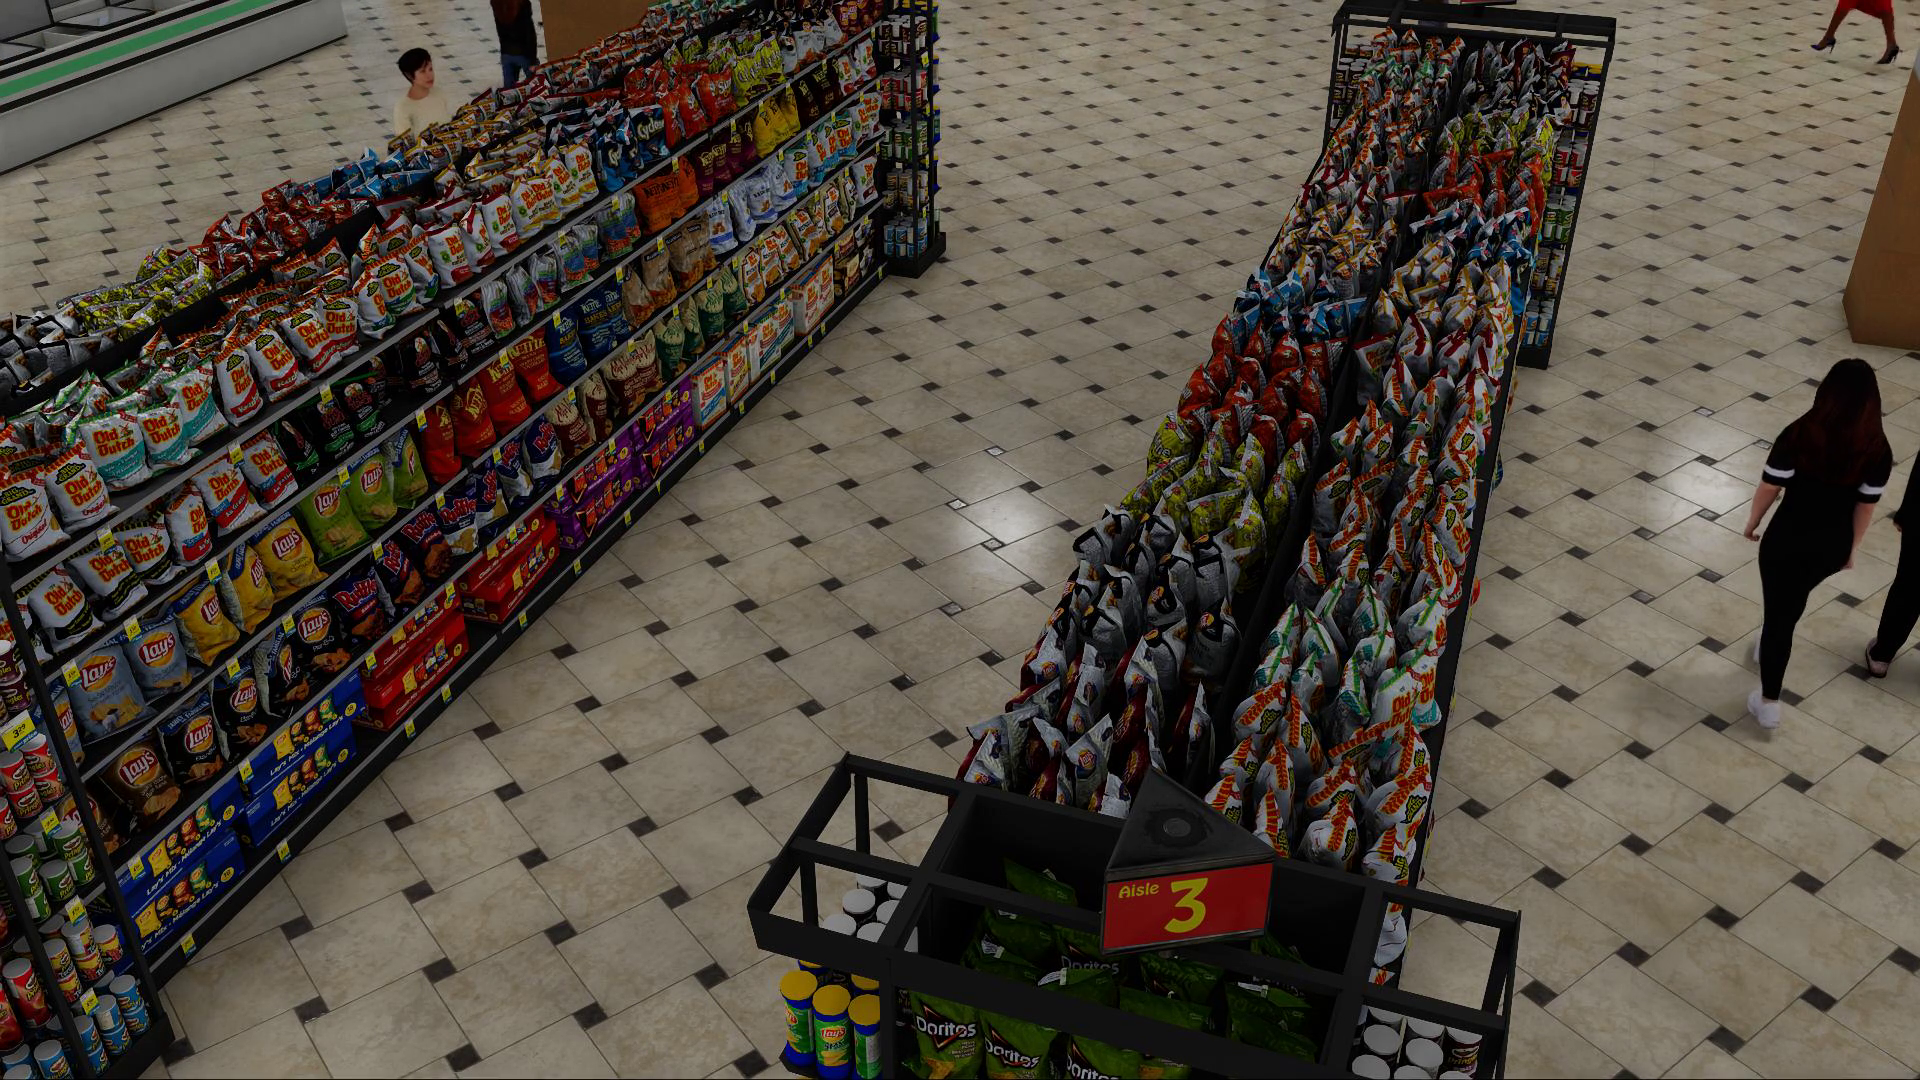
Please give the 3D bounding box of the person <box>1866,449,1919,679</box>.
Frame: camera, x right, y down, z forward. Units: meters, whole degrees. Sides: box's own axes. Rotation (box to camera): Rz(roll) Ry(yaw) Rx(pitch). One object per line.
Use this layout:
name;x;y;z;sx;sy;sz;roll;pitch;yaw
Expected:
person;4.291;-0.086;7.139;0.693;1.616;0.671;17;36;25

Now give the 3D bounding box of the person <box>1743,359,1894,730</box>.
person;3.524;0.050;6.937;0.631;1.598;1.012;9;33;14

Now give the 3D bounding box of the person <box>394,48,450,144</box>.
person;-3.462;-2.430;10.932;0.690;1.588;0.478;18;36;26

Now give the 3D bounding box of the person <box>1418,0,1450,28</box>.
person;4.175;-4.523;14.752;0.583;1.106;0.541;-18;36;-27

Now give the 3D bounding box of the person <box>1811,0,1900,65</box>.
person;8.509;-5.209;15.298;1.080;1.695;1.108;-15;35;-23

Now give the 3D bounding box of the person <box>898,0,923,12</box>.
person;-0.516;-5.911;16.802;0.713;1.297;0.873;-3;32;-5

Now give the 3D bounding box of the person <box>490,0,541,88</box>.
person;-3.619;-3.906;13.437;0.563;1.448;0.944;11;33;17
